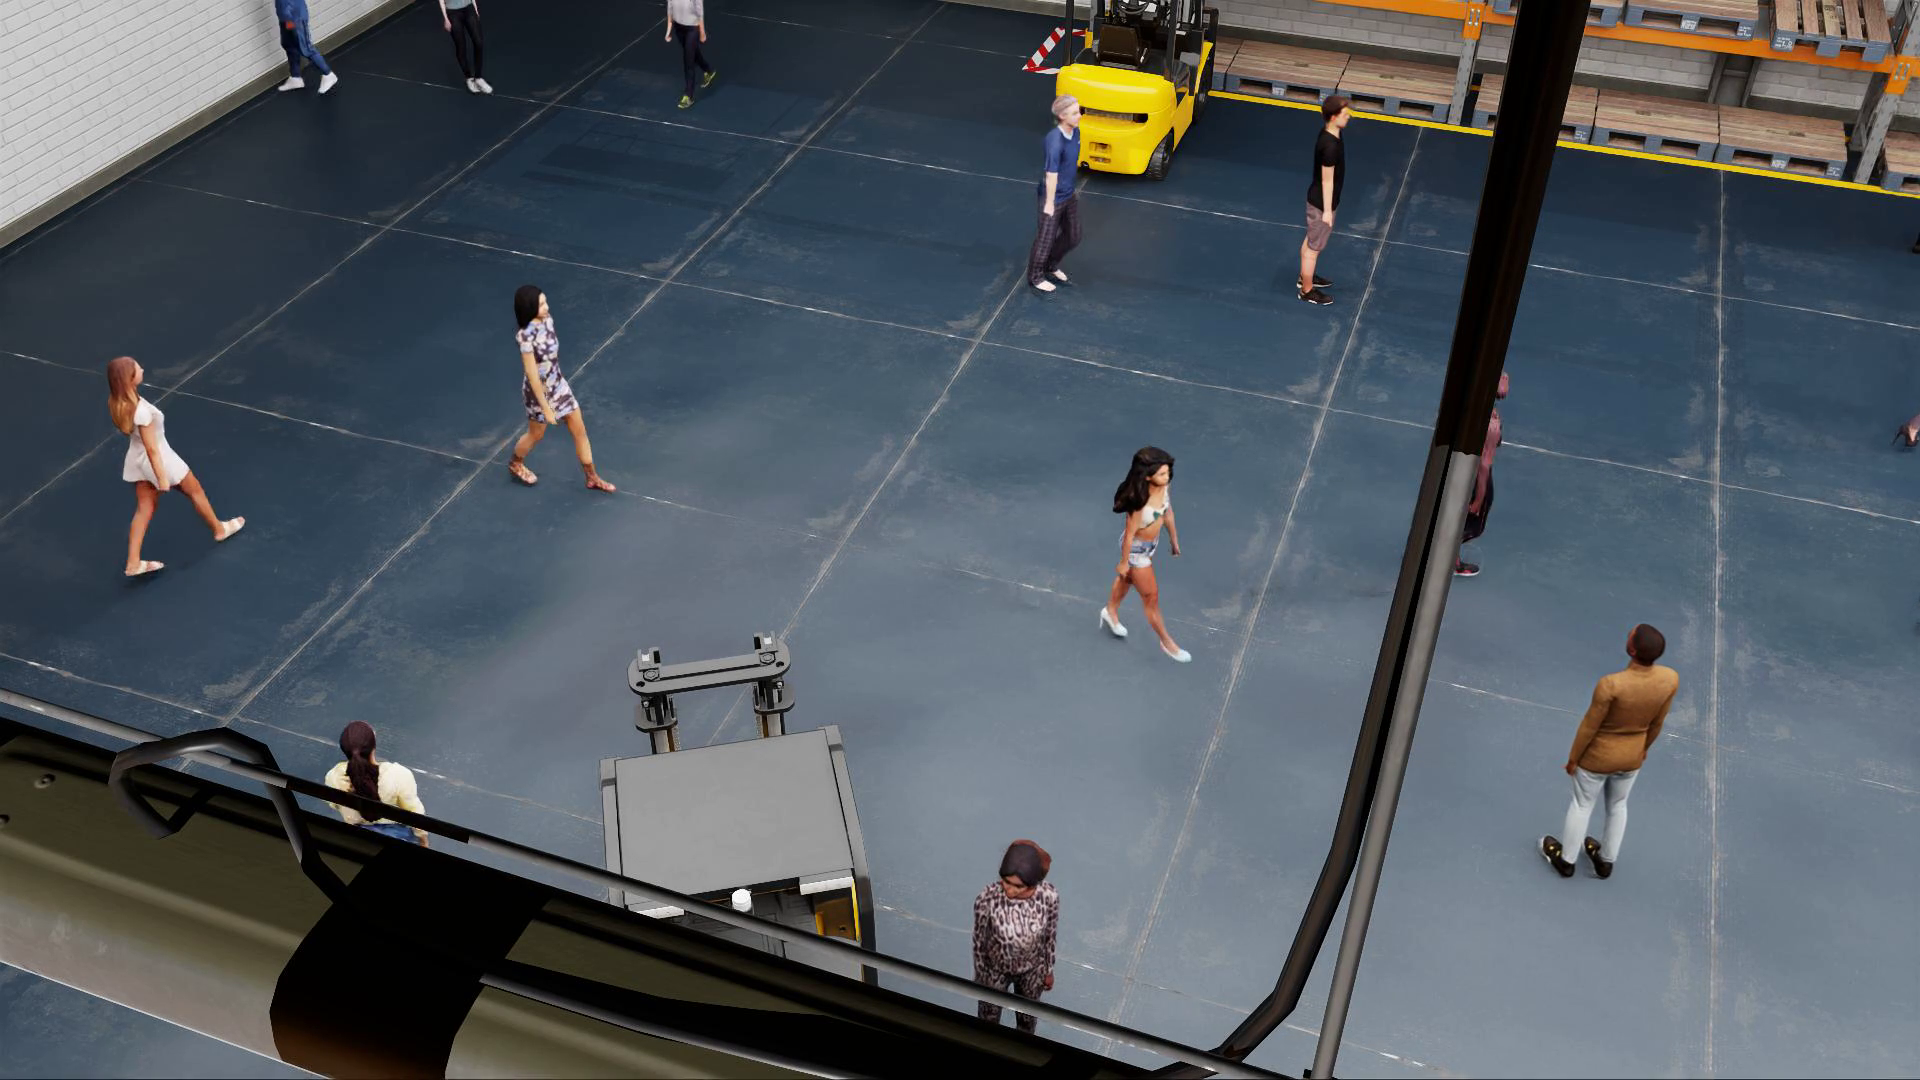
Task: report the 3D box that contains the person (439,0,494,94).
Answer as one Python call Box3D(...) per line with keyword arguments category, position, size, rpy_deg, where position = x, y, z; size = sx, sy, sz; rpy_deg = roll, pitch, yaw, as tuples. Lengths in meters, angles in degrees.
Box3D(category="person", position=(-5.409, -5.659, 17.873), size=(0.759, 1.729, 0.811), rpy_deg=(-27, 46, -30))

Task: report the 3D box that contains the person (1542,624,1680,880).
Box3D(category="person", position=(3.628, 1.185, 9.238), size=(0.635, 1.810, 0.764), rpy_deg=(-4, 39, -5))

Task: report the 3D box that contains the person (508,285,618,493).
Box3D(category="person", position=(-3.102, -1.072, 12.155), size=(1.094, 1.697, 0.600), rpy_deg=(13, 41, 16))

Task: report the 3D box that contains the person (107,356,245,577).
Box3D(category="person", position=(-5.630, -0.473, 11.442), size=(1.130, 1.651, 0.886), rpy_deg=(27, 46, 29))

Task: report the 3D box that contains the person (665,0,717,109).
Box3D(category="person", position=(-2.870, -5.494, 17.836), size=(1.024, 1.517, 0.723), rpy_deg=(19, 42, 22))

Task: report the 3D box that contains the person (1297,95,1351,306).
Box3D(category="person", position=(3.138, -2.963, 14.389), size=(0.645, 1.863, 0.711), rpy_deg=(6, 39, 7))

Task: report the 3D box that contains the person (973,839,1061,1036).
Box3D(category="person", position=(0.263, 2.094, 8.176), size=(0.588, 1.714, 0.703), rpy_deg=(-2, 39, -3))

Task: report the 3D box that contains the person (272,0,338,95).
Box3D(category="person", position=(-7.150, -5.678, 17.843), size=(0.989, 1.796, 0.941), rpy_deg=(-18, 42, -21))

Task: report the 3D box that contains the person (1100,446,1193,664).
Box3D(category="person", position=(1.107, 0.046, 10.839), size=(1.016, 1.593, 0.734), rpy_deg=(23, 44, 26))

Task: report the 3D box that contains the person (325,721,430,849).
Box3D(category="person", position=(-3.047, 1.650, 8.817), size=(0.969, 1.609, 0.962), rpy_deg=(-6, 39, -8))

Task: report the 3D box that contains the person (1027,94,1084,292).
Box3D(category="person", position=(0.809, -2.996, 14.442), size=(0.761, 1.848, 0.745), rpy_deg=(23, 44, 26))
